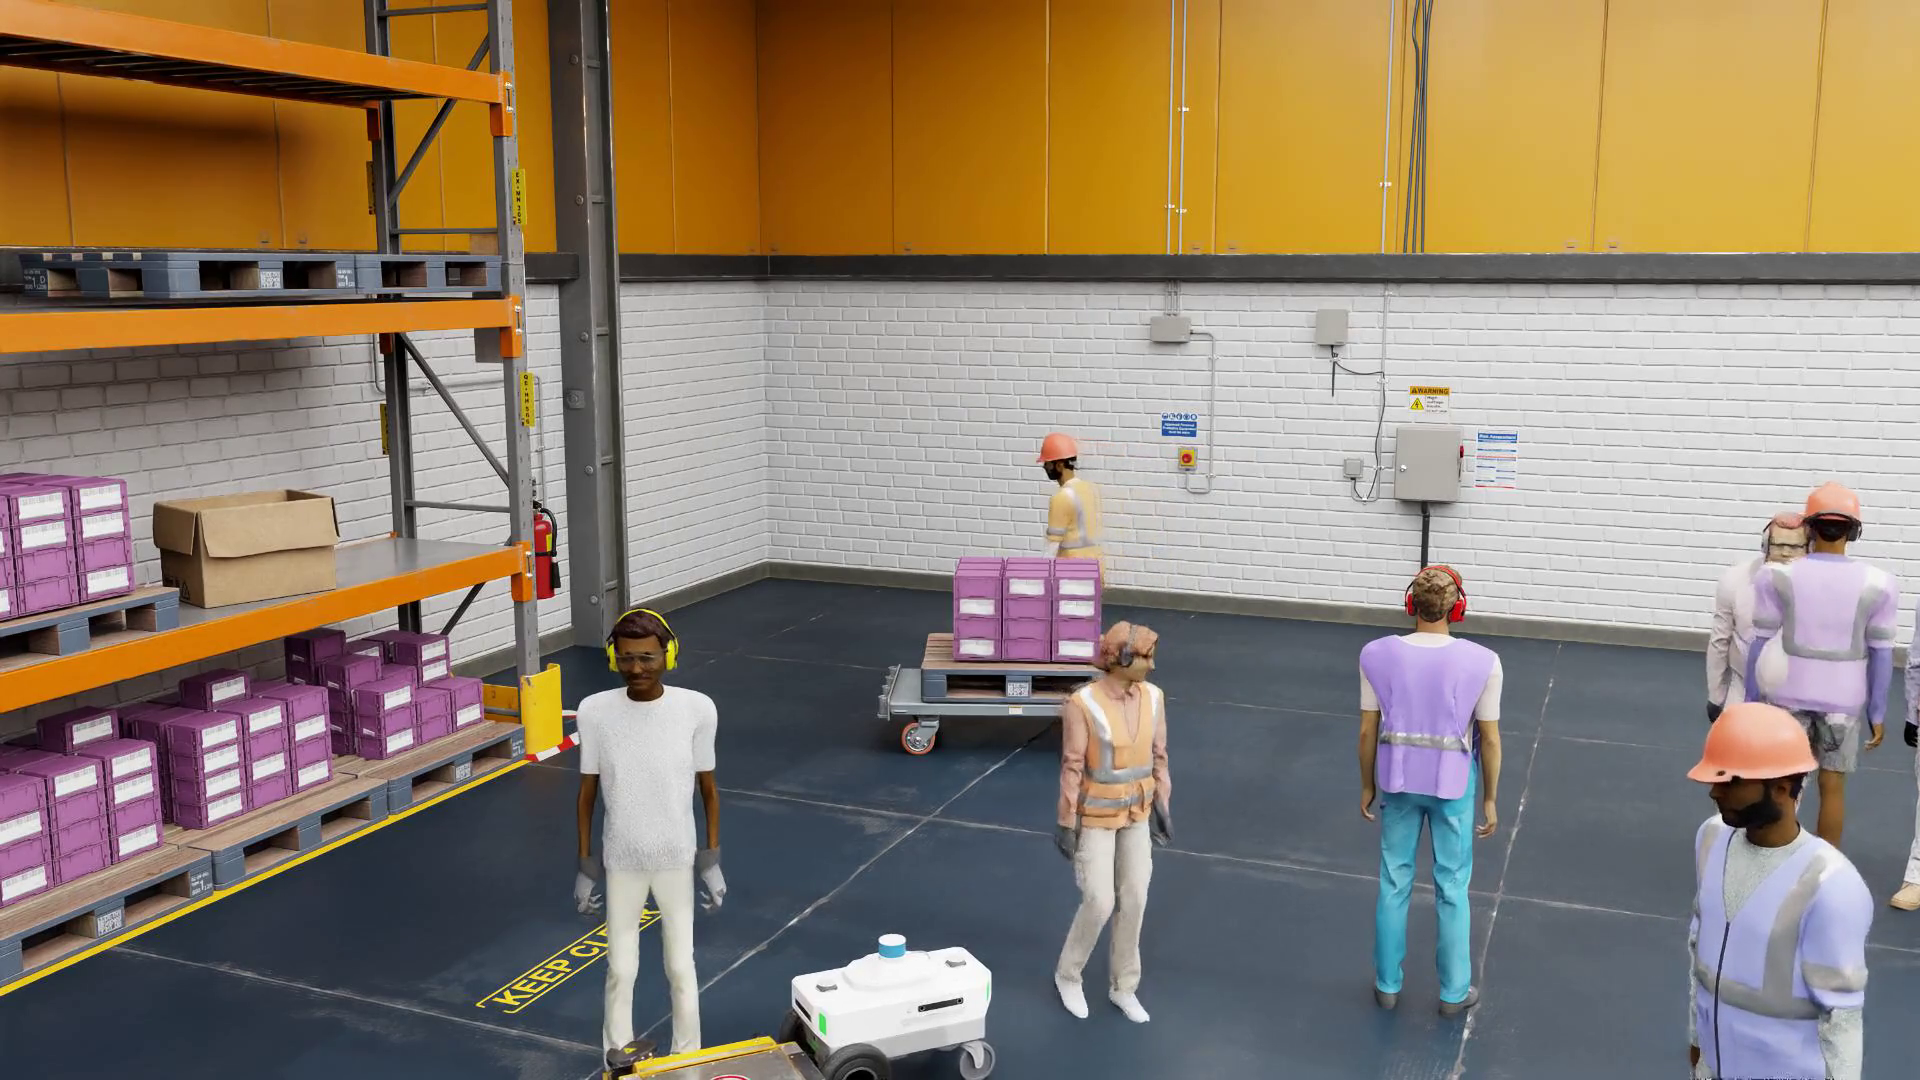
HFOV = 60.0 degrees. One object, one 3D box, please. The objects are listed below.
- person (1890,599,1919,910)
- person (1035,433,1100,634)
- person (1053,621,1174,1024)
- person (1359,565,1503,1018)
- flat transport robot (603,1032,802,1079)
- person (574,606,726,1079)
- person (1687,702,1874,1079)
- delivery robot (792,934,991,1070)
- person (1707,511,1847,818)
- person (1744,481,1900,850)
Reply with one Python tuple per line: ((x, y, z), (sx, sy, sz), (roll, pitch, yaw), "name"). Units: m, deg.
((4.681, 0.864, 7.677), (0.430, 1.835, 0.624), (-9, 13, -43), "person")
((0.677, 0.222, 11.335), (0.729, 1.904, 0.539), (3, 10, 18), "person")
((0.634, 1.134, 6.696), (0.544, 1.608, 0.387), (-6, 11, -34), "person")
((1.881, 1.016, 6.715), (0.564, 1.846, 0.390), (4, 10, 23), "person")
((-0.704, 1.999, 5.517), (0.652, 0.197, 1.431), (-4, 10, -24), "flat transport robot")
((-1.095, 1.147, 5.863), (0.532, 1.865, 0.311), (-1, 9, -6), "person")
((2.084, 1.371, 4.333), (0.402, 1.923, 0.644), (-3, 10, -16), "person")
((-0.248, 1.705, 6.159), (0.707, 0.478, 0.477), (-4, 10, -24), "delivery robot")
((3.912, 0.791, 7.962), (0.657, 1.878, 0.652), (5, 11, 28), "person")
((4.042, 0.738, 7.855), (0.620, 2.046, 0.499), (4, 10, 25), "person")
